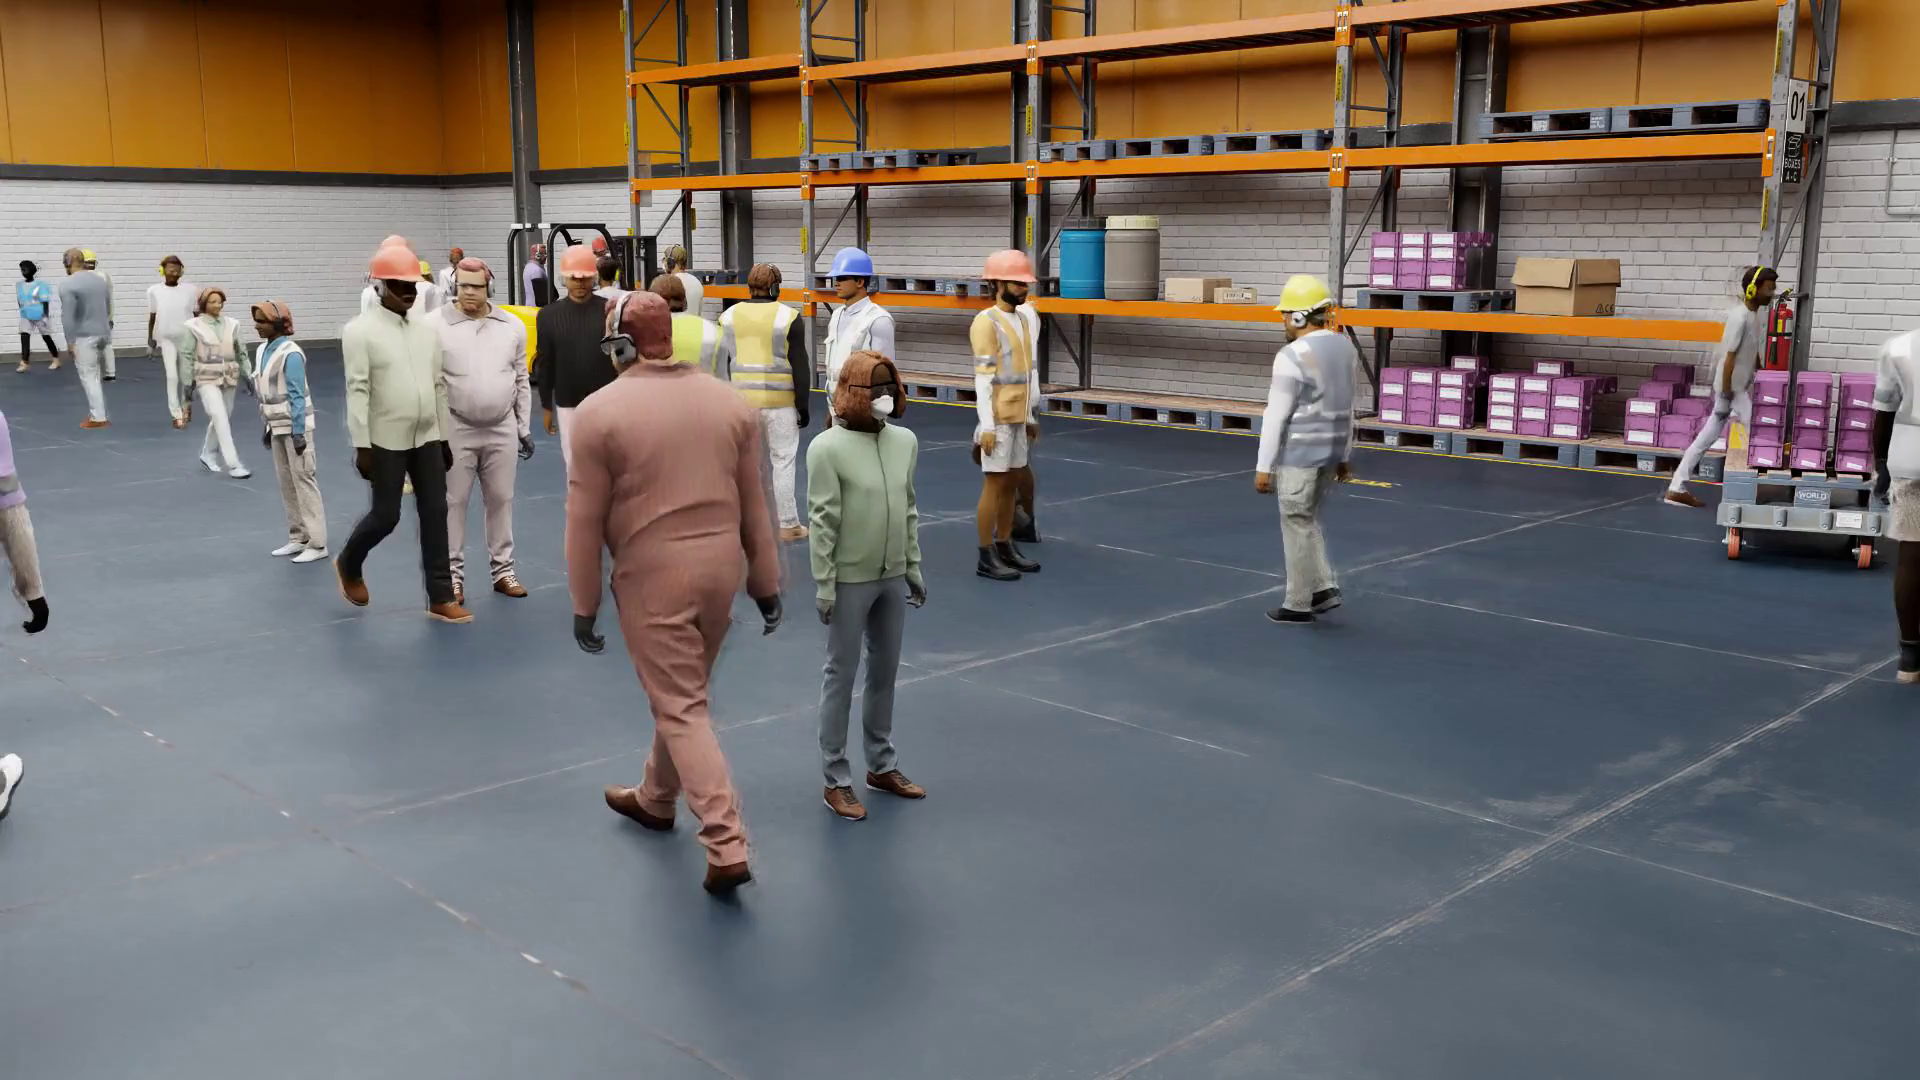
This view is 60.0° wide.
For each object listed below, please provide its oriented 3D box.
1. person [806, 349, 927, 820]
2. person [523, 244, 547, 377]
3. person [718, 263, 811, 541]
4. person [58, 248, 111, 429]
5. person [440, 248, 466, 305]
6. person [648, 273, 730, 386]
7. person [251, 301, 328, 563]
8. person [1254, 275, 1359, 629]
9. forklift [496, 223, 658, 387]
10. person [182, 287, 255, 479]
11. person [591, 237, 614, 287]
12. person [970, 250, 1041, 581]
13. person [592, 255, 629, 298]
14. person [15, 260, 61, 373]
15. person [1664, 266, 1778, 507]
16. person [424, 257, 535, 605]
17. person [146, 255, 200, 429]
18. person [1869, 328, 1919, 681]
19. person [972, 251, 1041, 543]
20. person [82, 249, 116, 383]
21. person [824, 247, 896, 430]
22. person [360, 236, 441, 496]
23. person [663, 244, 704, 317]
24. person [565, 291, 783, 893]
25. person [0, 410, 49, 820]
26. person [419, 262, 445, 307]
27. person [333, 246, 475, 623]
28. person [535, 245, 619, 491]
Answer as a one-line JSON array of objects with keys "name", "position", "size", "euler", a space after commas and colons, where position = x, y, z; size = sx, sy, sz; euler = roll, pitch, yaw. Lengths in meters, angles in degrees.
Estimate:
[{"name": "person", "position": [-0.321, 0.148, 5.850], "size": [0.279, 1.633, 0.504], "euler": [9, 14, 42]}, {"name": "person", "position": [-6.045, -3.299, 23.927], "size": [0.402, 1.903, 0.642], "euler": [-5, 11, -23]}, {"name": "person", "position": [-1.275, -0.906, 11.031], "size": [0.632, 1.843, 0.429], "euler": [3, 11, 16]}, {"name": "person", "position": [-9.154, -2.112, 17.490], "size": [0.562, 1.890, 0.663], "euler": [2, 11, 11]}, {"name": "person", "position": [-7.696, -3.569, 25.594], "size": [0.581, 1.838, 0.989], "euler": [-2, 11, -13]}, {"name": "person", "position": [-1.620, -0.610, 9.527], "size": [0.665, 1.811, 0.721], "euler": [-3, 11, -15]}, {"name": "person", "position": [-4.181, -0.669, 10.343], "size": [0.329, 1.627, 0.523], "euler": [-10, 14, -42]}, {"name": "person", "position": [1.763, -0.439, 8.522], "size": [0.626, 1.819, 0.415], "euler": [-9, 14, -42]}, {"name": "forklift", "position": [-5.316, -3.263, 22.920], "size": [2.313, 2.155, 1.214], "euler": [-10, 14, -44]}, {"name": "person", "position": [-6.274, -1.336, 14.021], "size": [0.855, 1.598, 0.549], "euler": [8, 13, 36]}, {"name": "person", "position": [-5.590, -3.749, 26.156], "size": [0.391, 1.994, 0.698], "euler": [3, 11, 17]}, {"name": "person", "position": [0.287, -0.737, 9.847], "size": [0.370, 1.936, 0.566], "euler": [5, 12, 27]}, {"name": "person", "position": [-3.052, -1.564, 14.609], "size": [0.570, 1.849, 0.478], "euler": [-7, 12, -32]}, {"name": "person", "position": [-13.760, -3.328, 24.751], "size": [0.543, 1.654, 0.864], "euler": [1, 10, 4]}, {"name": "person", "position": [5.711, -1.088, 12.149], "size": [1.018, 1.797, 0.526], "euler": [4, 11, 22]}, {"name": "person", "position": [-2.660, -0.600, 9.198], "size": [0.642, 1.902, 0.399], "euler": [-7, 12, -33]}, {"name": "person", "position": [-8.344, -2.114, 17.680], "size": [0.556, 1.833, 0.924], "euler": [-6, 12, -29]}, {"name": "person", "position": [4.495, -0.329, 7.575], "size": [0.642, 1.947, 0.538], "euler": [9, 14, 41]}, {"name": "person", "position": [0.303, -0.917, 10.895], "size": [0.471, 1.913, 0.619], "euler": [6, 12, 31]}, {"name": "person", "position": [-11.827, -3.040, 22.690], "size": [0.404, 1.829, 0.600], "euler": [5, 11, 24]}, {"name": "person", "position": [-0.625, -0.787, 10.084], "size": [0.389, 1.949, 0.603], "euler": [-8, 13, -36]}, {"name": "person", "position": [-4.401, -1.363, 13.060], "size": [0.641, 2.006, 0.846], "euler": [-8, 13, -37]}, {"name": "person", "position": [-2.622, -1.780, 15.531], "size": [0.372, 1.940, 0.632], "euler": [4, 11, 20]}, {"name": "person", "position": [-0.890, 0.151, 5.281], "size": [0.690, 1.858, 1.015], "euler": [-10, 14, -43]}, {"name": "person", "position": [-3.274, 0.115, 5.352], "size": [0.613, 1.872, 0.965], "euler": [-1, 10, -5]}, {"name": "person", "position": [-6.258, -2.388, 19.454], "size": [0.505, 1.699, 0.876], "euler": [-3, 11, -18]}, {"name": "person", "position": [-2.963, -0.546, 8.726], "size": [0.815, 1.972, 0.633], "euler": [7, 12, 32]}, {"name": "person", "position": [-2.362, -0.896, 10.649], "size": [0.648, 1.967, 0.713], "euler": [-1, 10, -3]}]
